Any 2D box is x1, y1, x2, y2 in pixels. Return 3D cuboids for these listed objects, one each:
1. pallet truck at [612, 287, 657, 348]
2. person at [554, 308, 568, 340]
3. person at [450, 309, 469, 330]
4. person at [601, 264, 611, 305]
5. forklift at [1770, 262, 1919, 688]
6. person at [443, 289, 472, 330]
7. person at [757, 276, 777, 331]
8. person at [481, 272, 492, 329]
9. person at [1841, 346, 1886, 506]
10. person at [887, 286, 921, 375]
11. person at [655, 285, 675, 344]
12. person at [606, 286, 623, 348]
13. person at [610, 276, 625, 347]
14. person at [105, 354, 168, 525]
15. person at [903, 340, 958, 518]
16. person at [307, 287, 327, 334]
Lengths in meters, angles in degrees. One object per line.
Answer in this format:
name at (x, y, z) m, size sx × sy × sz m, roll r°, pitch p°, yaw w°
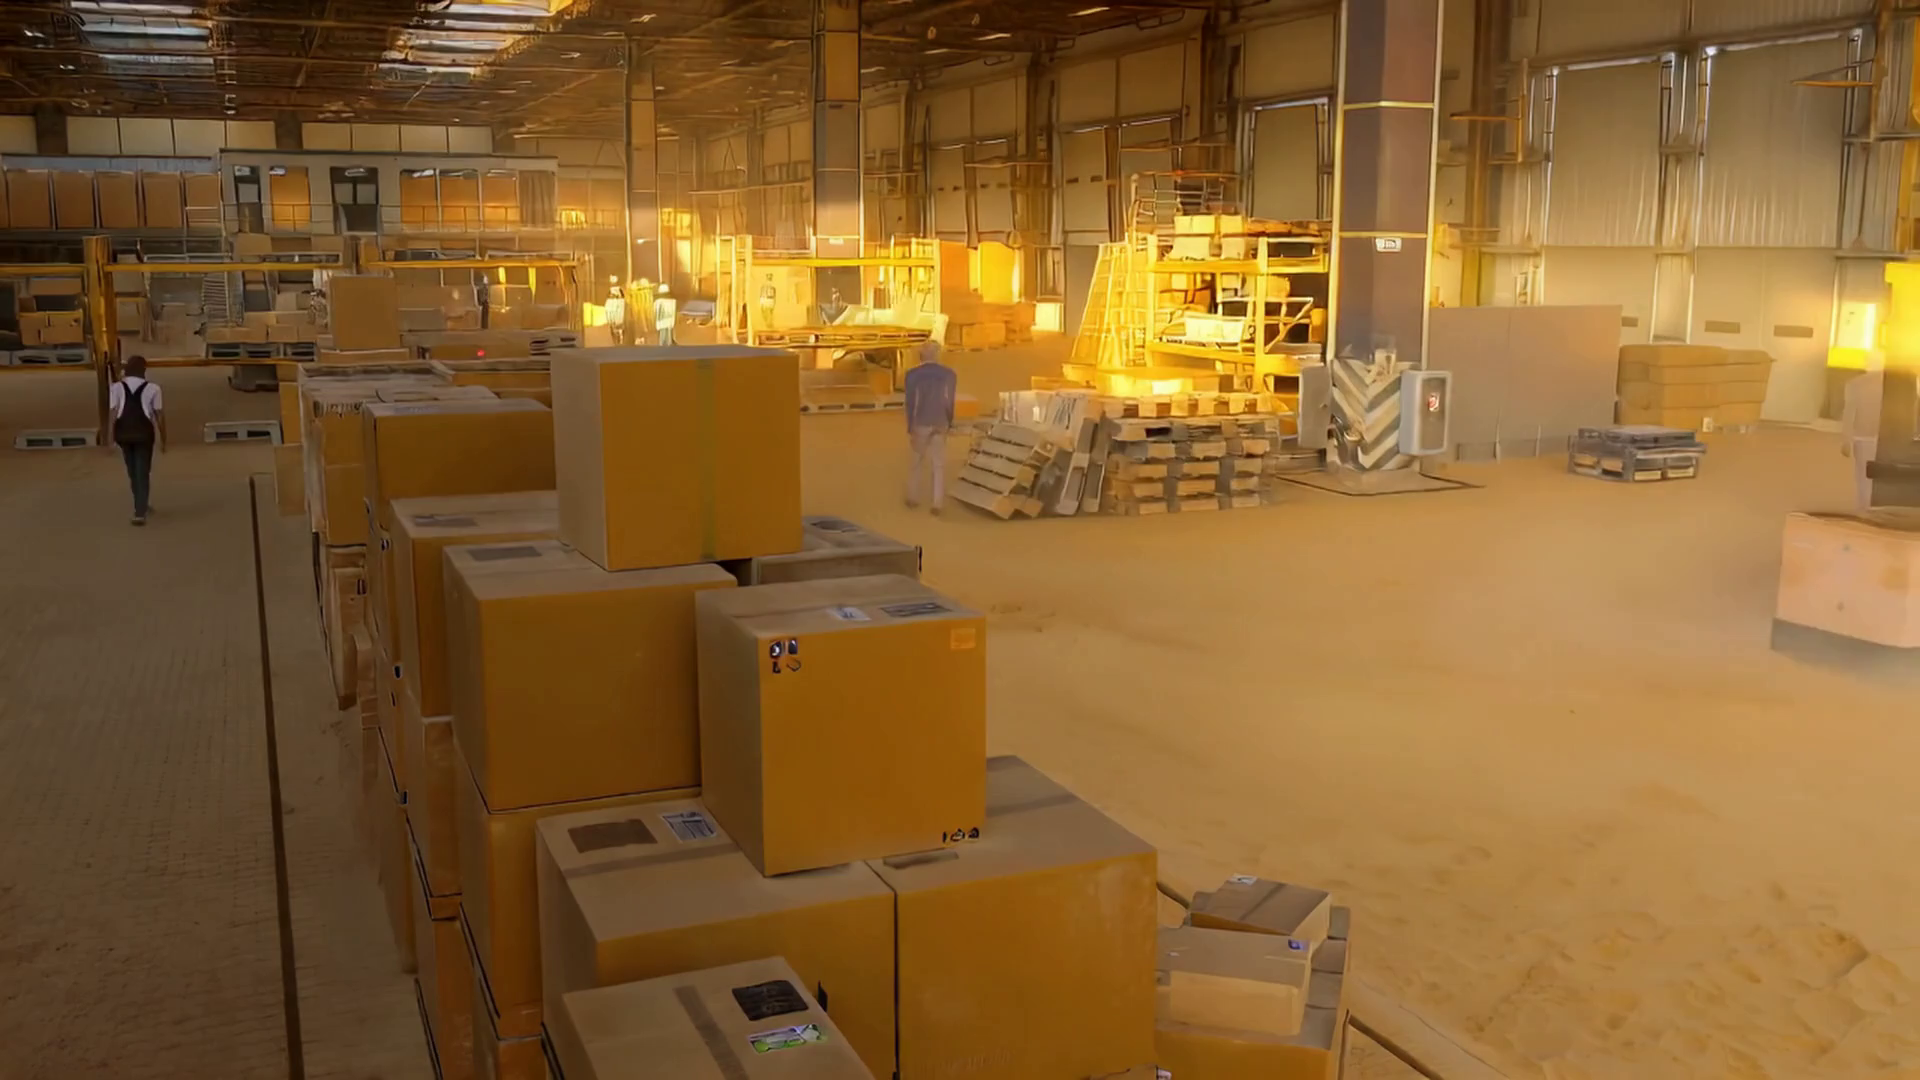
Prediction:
pallet truck at (-6.464, -4.406, 35.401) m, size 0.823 × 1.965 × 1.885 m, roll 6°, pitch 12°, yaw 32°
person at (-7.763, -3.646, 32.152) m, size 0.832 × 1.659 × 0.538 m, roll -2°, pitch 10°, yaw -9°
person at (-9.183, -3.390, 30.584) m, size 0.925 × 1.717 × 0.520 m, roll -6°, pitch 12°, yaw -29°
person at (-14.306, -10.118, 66.921) m, size 0.399 × 1.984 × 0.609 m, roll 7°, pitch 12°, yaw 32°
forklift at (6.812, -0.519, 11.545) m, size 1.873 × 2.768 × 1.129 m, roll -4°, pitch 11°, yaw -23°
person at (-12.050, -5.154, 40.109) m, size 0.971 × 1.787 × 0.627 m, roll 5°, pitch 12°, yaw 27°
person at (-5.795, -6.998, 50.036) m, size 0.551 × 1.877 × 1.057 m, roll 2°, pitch 10°, yaw 8°
person at (-15.028, -7.529, 52.822) m, size 0.368 × 1.932 × 0.623 m, roll -3°, pitch 11°, yaw -19°
person at (9.350, -1.022, 17.019) m, size 0.640 × 1.911 × 0.524 m, roll -1°, pitch 10°, yaw -7°
person at (-1.184, -4.614, 36.658) m, size 0.923 × 1.967 × 0.616 m, roll -8°, pitch 13°, yaw -37°
person at (-6.950, -5.049, 39.183) m, size 0.407 × 1.918 × 0.587 m, roll 8°, pitch 13°, yaw 36°
person at (-9.130, -5.825, 43.946) m, size 0.484 × 1.736 × 0.306 m, roll 3°, pitch 11°, yaw 16°
person at (-9.501, -6.352, 46.264) m, size 0.384 × 1.949 × 0.604 m, roll -3°, pitch 11°, yaw -17°
person at (-8.724, -1.063, 17.608) m, size 0.581 × 1.783 × 0.971 m, roll -3°, pitch 11°, yaw -17°
person at (-0.354, -1.225, 18.153) m, size 0.630 × 1.899 × 0.928 m, roll -3°, pitch 11°, yaw -17°
person at (-14.199, -4.636, 36.862) m, size 0.370 × 1.928 × 0.585 m, roll 1°, pitch 10°, yaw 4°
